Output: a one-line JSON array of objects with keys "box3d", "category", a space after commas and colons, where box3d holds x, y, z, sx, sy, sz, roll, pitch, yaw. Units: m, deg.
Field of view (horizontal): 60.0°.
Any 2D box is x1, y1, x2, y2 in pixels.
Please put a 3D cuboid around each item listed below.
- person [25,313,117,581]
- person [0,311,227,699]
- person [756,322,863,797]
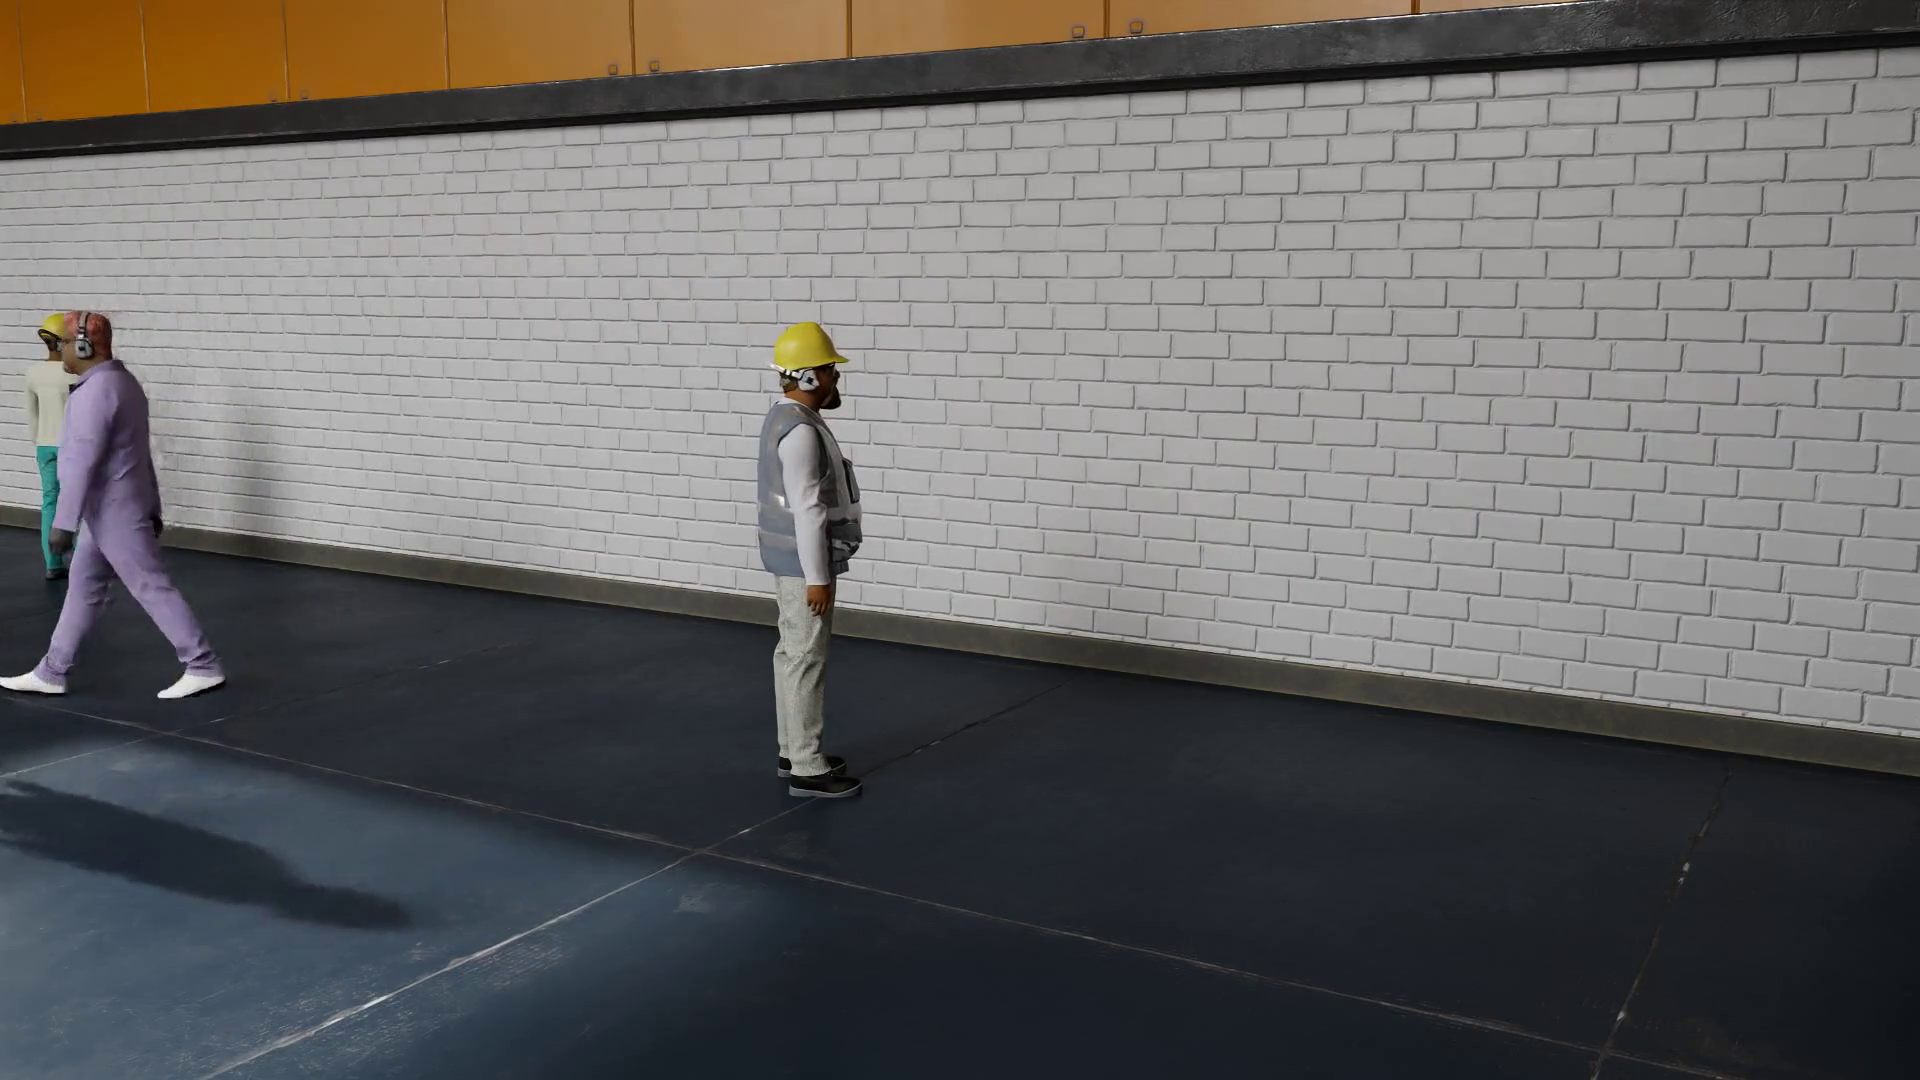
[{"box3d": [-5.862, -0.602, 10.936, 0.533, 1.767, 0.326, 3, 10, 18], "category": "person"}, {"box3d": [-4.025, -0.146, 7.836, 1.042, 1.849, 0.663, -3, 9, -16], "category": "person"}, {"box3d": [-0.582, 0.075, 6.487, 0.403, 1.837, 0.591, -2, 9, -13], "category": "person"}]
